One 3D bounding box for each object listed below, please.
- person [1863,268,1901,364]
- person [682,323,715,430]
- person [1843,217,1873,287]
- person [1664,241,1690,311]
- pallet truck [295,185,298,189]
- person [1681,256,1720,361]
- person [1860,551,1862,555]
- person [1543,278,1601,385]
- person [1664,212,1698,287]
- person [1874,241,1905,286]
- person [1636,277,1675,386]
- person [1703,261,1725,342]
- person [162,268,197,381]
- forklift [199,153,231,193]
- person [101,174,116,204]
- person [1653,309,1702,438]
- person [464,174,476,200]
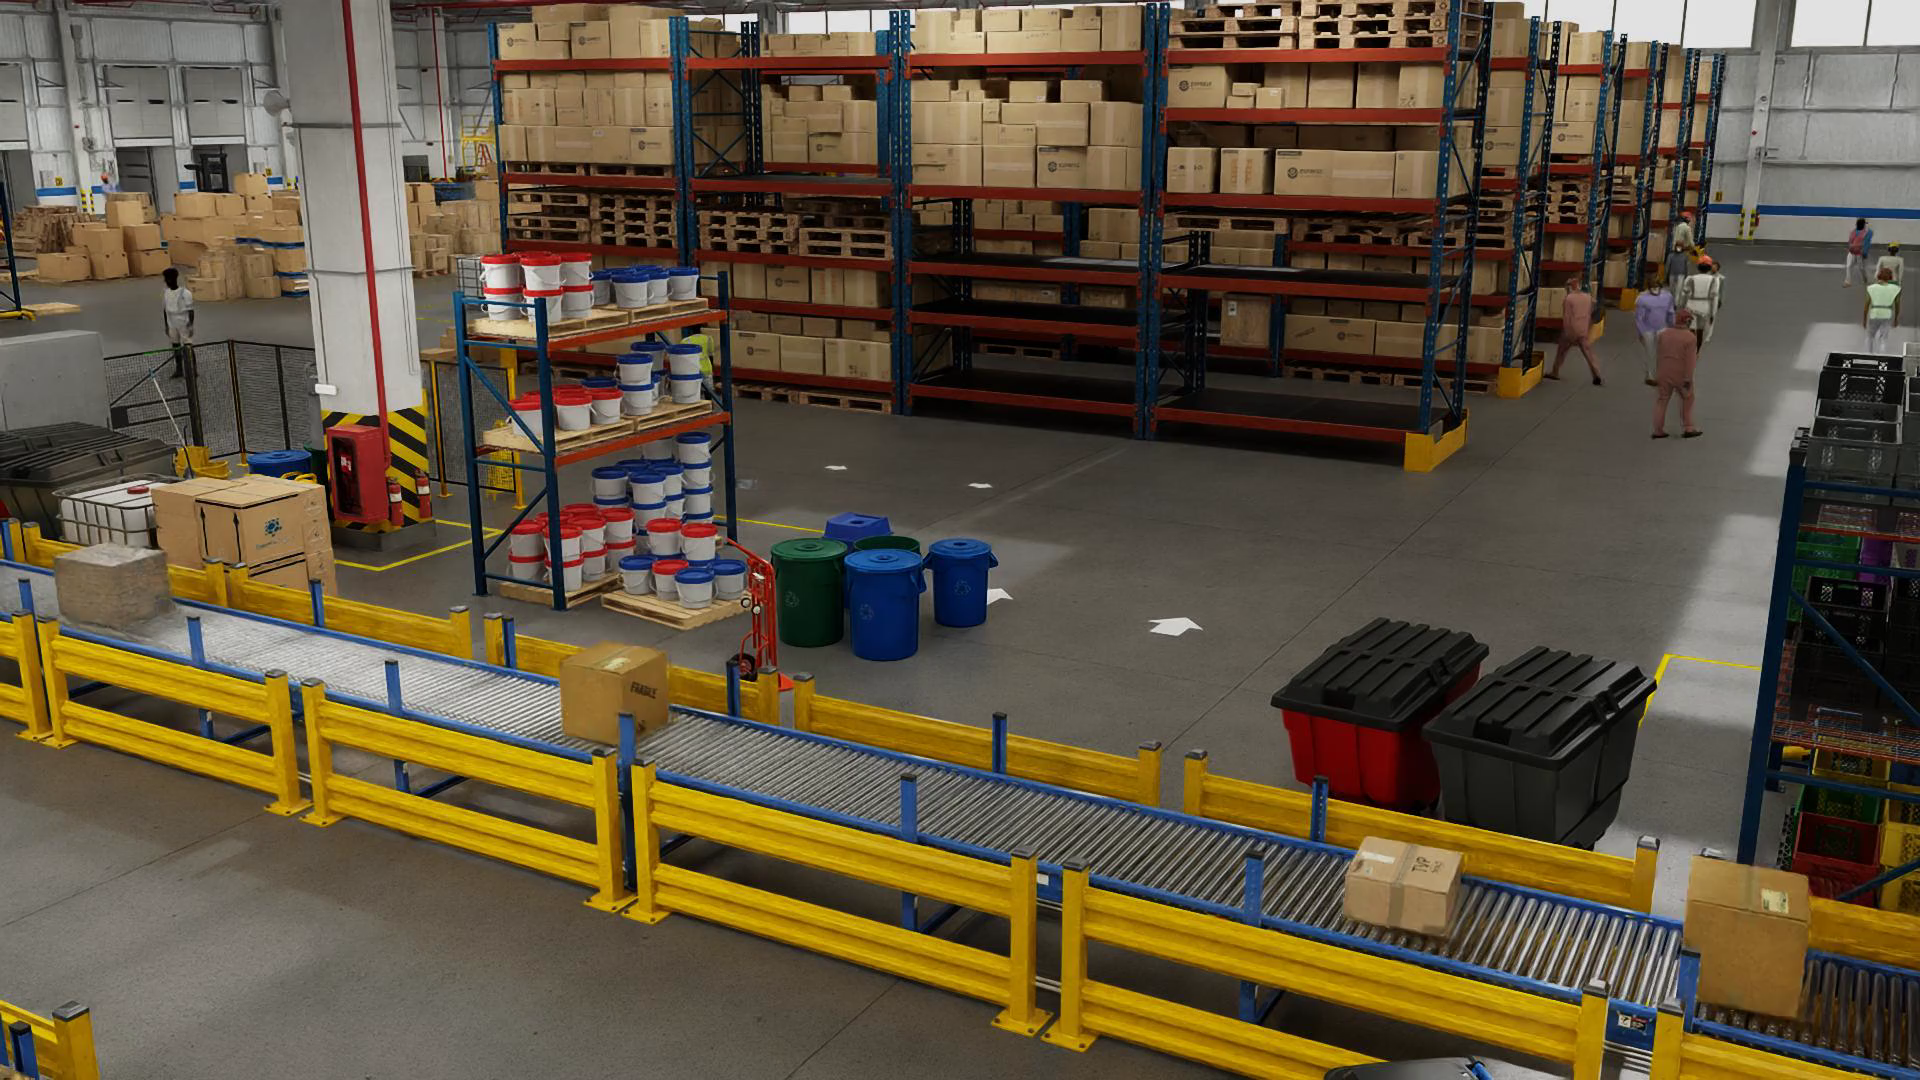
[{"bbox_3d":[16.776,-4.033,30.304,0.589,1.817,0.802,8,17,27],"label":"person"},{"bbox_3d":[-3.887,-2.486,24.719,0.530,1.693,0.321,-10,18,-34],"label":"person"},{"bbox_3d":[23.430,-7.498,43.334,0.772,1.816,0.618,-10,18,-32],"label":"person"},{"bbox_3d":[16.683,-6.162,38.743,0.519,1.586,0.871,7,17,26],"label":"person"},{"bbox_3d":[-26.804,-14.617,69.738,1.885,1.965,0.823,-14,20,-42],"label":"pallet truck"},{"bbox_3d":[13.679,-4.255,30.798,0.609,2.000,1.041,5,16,17],"label":"person"},{"bbox_3d":[7.552,0.393,13.662,0.434,1.814,0.615,8,17,28],"label":"person"},{"bbox_3d":[10.683,-3.602,28.708,0.661,1.818,1.140,-7,16,-24],"label":"person"},{"bbox_3d":[18.889,-7.554,43.314,1.021,1.920,0.647,0,15,0],"label":"person"},{"bbox_3d":[20.532,-5.722,36.780,0.549,1.745,0.425,7,17,25],"label":"person"},{"bbox_3d":[11.800,-3.528,28.250,0.695,1.892,0.641,1,15,4],"label":"person"},{"bbox_3d":[15.178,-4.839,33.680,0.531,1.622,0.548,7,16,24],"label":"person"},{"bbox_3d":[-13.617,-3.760,28.983,0.613,1.963,0.362,5,16,17],"label":"person"},{"bbox_3d":[-27.440,-12.865,61.464,1.873,2.768,1.129,8,17,28],"label":"forklift"},{"bbox_3d":[-33.511,-13.447,65.518,0.572,1.907,0.506,1,15,2],"label":"person"},{"bbox_3d":[10.443,-2.402,24.064,0.846,1.878,0.648,-9,17,-29],"label":"person"},{"bbox_3d":[-19.177,-13.367,65.188,0.475,1.922,0.654,-13,20,-40],"label":"person"}]
